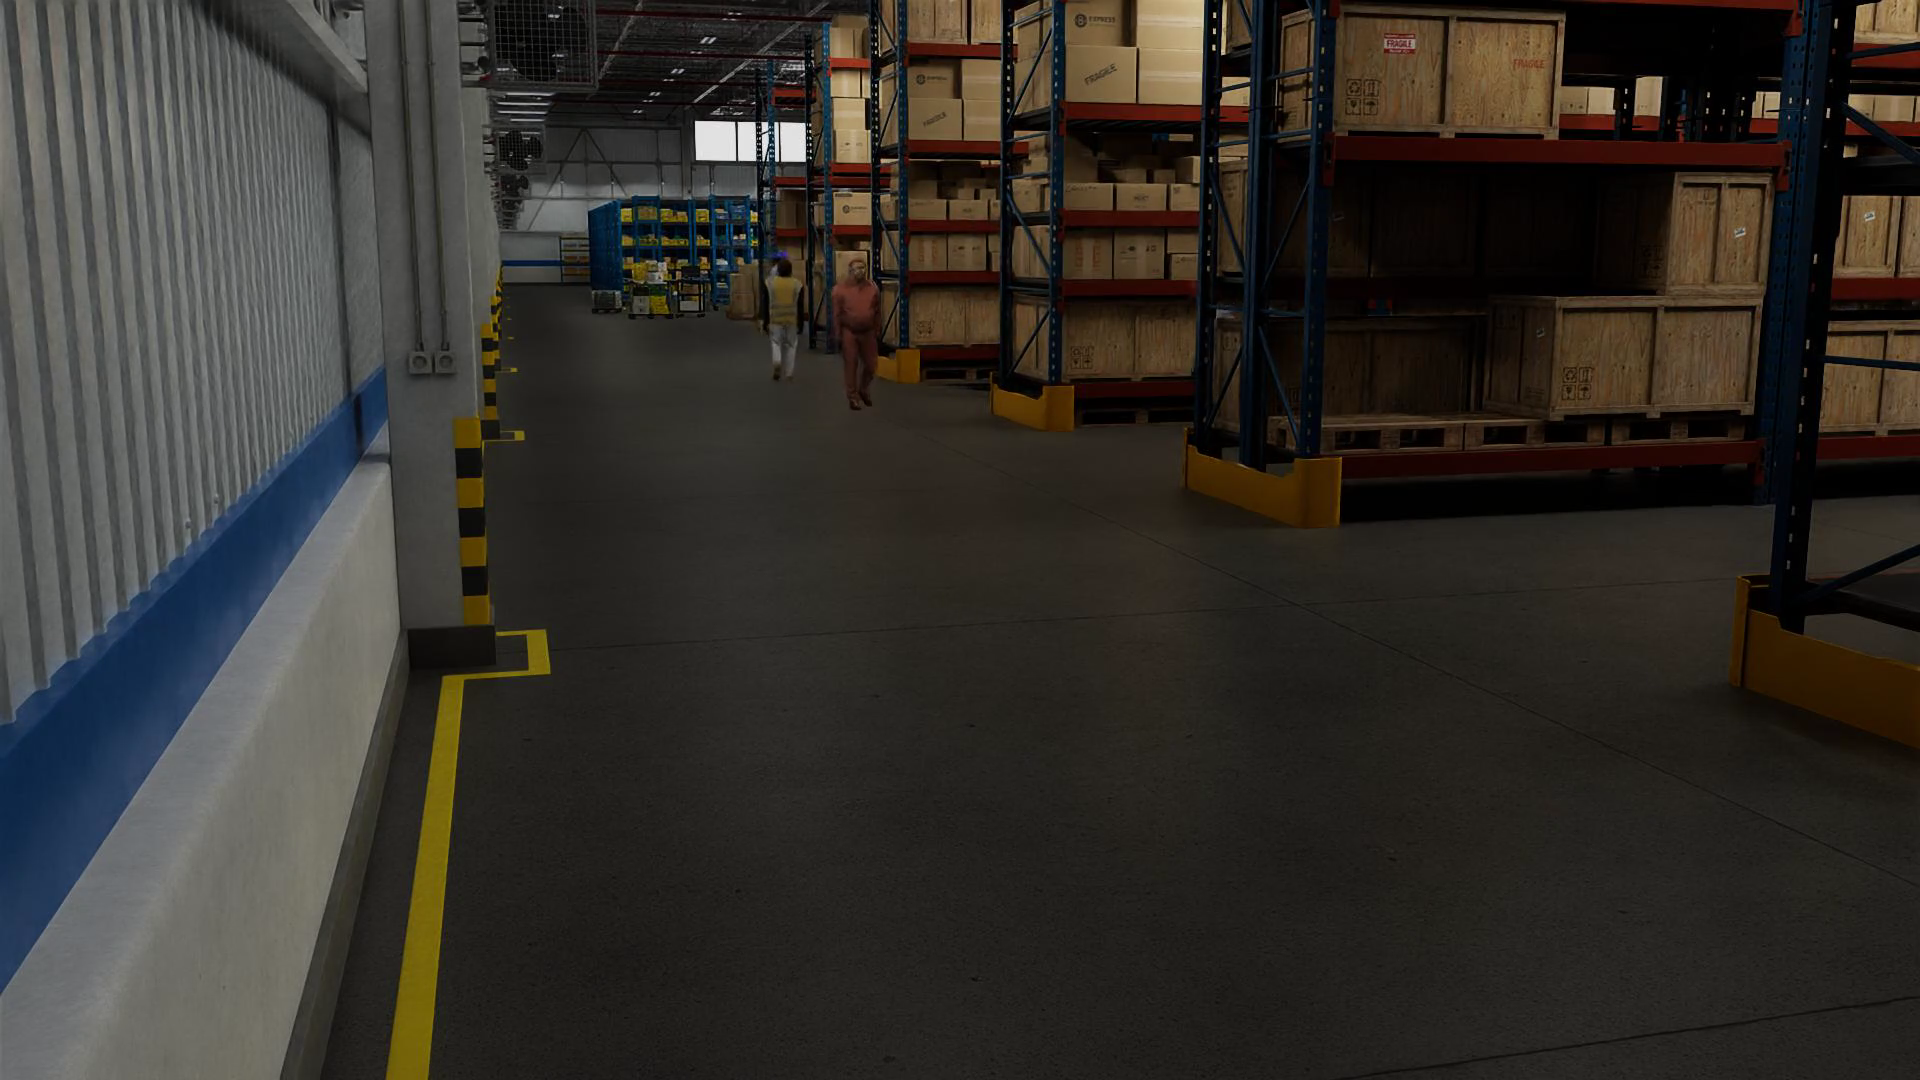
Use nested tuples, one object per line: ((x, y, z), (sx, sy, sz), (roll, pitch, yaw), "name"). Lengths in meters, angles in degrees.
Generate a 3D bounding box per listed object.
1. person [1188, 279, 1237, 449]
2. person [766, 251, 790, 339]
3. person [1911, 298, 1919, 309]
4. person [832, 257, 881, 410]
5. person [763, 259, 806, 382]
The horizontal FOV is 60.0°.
((2.552, -1.764, 16.677), (0.545, 1.704, 0.589), (7, 12, 33), "person")
((-3.932, -5.343, 36.347), (0.485, 1.918, 0.621), (1, 10, 3), "person")
((10.269, -1.985, 17.631), (0.639, 1.819, 0.595), (-3, 10, -14), "person")
((-1.260, -2.553, 20.623), (0.640, 1.896, 0.415), (-4, 11, -21), "person")
((-2.620, -3.261, 24.816), (0.648, 1.829, 0.460), (-1, 10, -7), "person")
